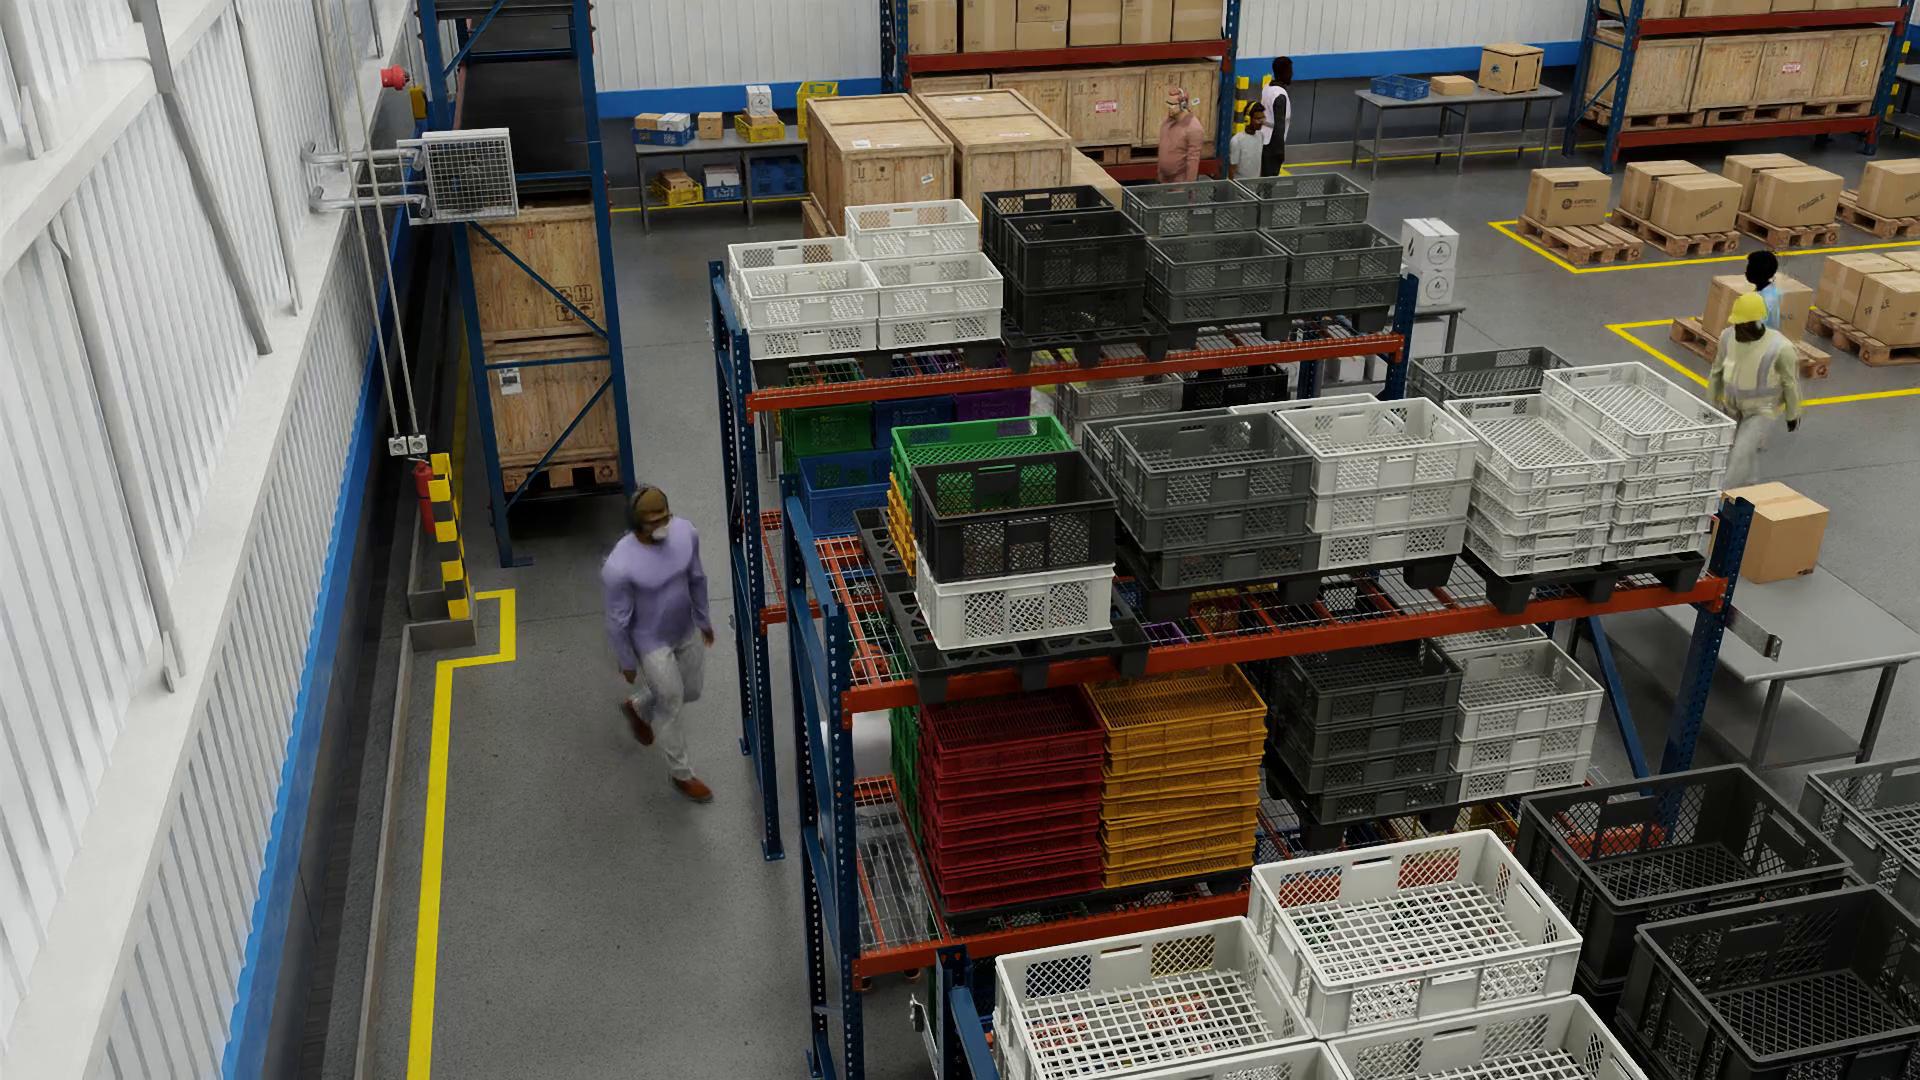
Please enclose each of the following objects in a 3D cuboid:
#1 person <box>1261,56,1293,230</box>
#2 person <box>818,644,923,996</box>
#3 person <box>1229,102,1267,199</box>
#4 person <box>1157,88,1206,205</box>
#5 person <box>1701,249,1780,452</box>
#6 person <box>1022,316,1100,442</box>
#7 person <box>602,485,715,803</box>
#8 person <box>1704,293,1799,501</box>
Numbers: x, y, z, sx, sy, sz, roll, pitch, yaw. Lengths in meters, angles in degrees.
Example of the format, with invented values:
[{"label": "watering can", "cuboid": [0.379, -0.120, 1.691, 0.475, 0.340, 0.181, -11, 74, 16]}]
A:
[{"label": "person", "cuboid": [3.522, -4.475, 18.752, 0.392, 1.920, 0.587, -3, 28, -6]}, {"label": "person", "cuboid": [-0.388, 1.320, 7.798, 0.576, 1.882, 0.355, -8, 29, -14]}, {"label": "person", "cuboid": [2.924, -3.577, 17.115, 0.507, 1.860, 0.332, -24, 36, -37]}, {"label": "person", "cuboid": [2.267, -3.789, 17.481, 0.397, 1.899, 0.639, -15, 31, -26]}, {"label": "person", "cuboid": [6.357, -1.518, 13.408, 0.632, 1.665, 0.522, 9, 29, 17]}, {"label": "person", "cuboid": [0.749, -1.186, 12.610, 0.619, 1.836, 0.431, 7, 29, 13]}, {"label": "person", "cuboid": [-1.700, 0.528, 9.267, 0.723, 1.917, 0.637, 20, 34, 32]}, {"label": "person", "cuboid": [5.804, -0.983, 12.301, 0.941, 1.756, 0.619, -14, 31, -25]}]
